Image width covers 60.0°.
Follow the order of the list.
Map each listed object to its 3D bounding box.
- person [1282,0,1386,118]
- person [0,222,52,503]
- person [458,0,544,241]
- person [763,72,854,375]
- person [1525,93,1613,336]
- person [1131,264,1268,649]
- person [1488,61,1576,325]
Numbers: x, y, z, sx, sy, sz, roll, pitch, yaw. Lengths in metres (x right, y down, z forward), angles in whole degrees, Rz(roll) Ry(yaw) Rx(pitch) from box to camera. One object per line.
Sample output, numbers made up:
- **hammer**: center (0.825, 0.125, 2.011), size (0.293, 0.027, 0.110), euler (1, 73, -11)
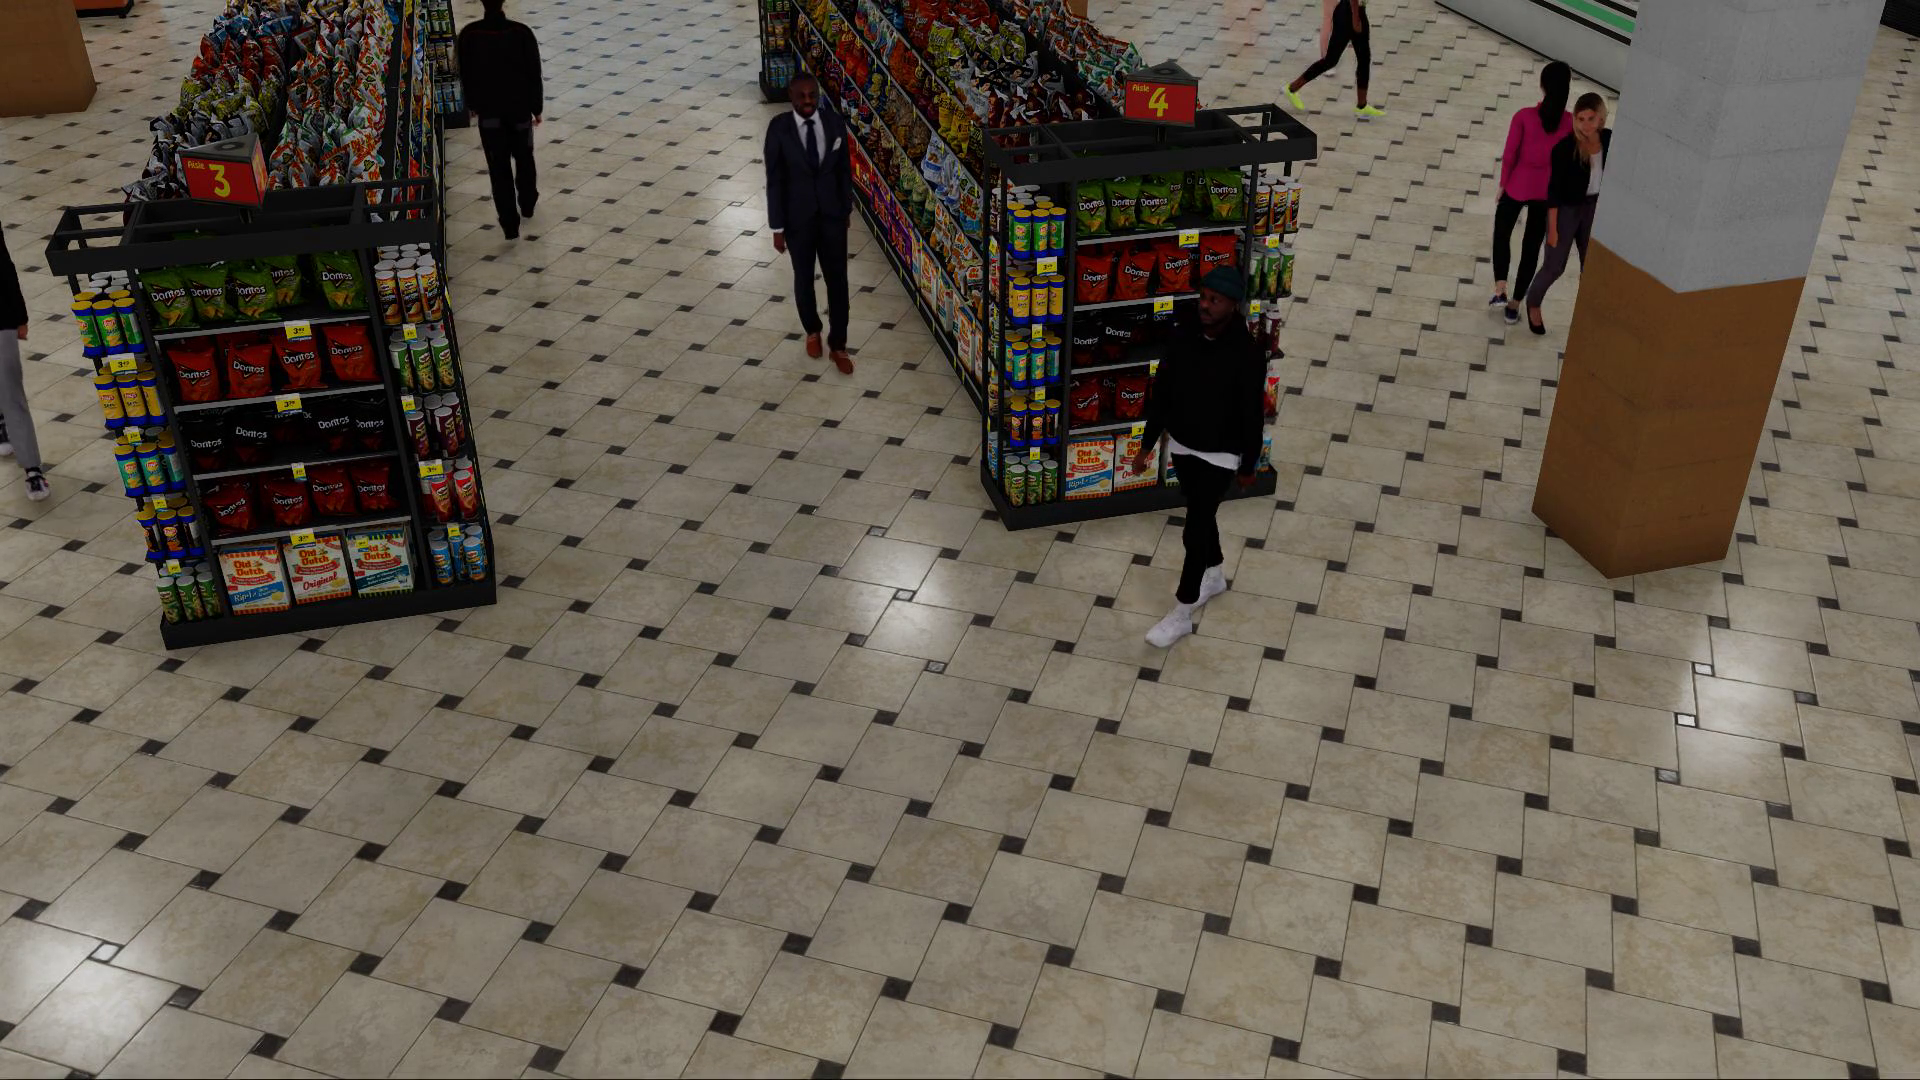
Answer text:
- **person**: center (3.240, -4.464, 14.232), size (1.106, 1.719, 1.080), euler (15, 35, 23)
- **person**: center (-5.239, -1.190, 8.787), size (0.891, 1.913, 1.286), euler (-16, 35, -23)
- **person**: center (-3.251, -3.020, 11.830), size (0.760, 1.805, 1.154), euler (-10, 33, -16)
- **person**: center (-0.923, -1.976, 10.158), size (0.695, 1.798, 0.838), euler (-8, 33, -12)
- **person**: center (3.760, -1.977, 10.320), size (0.695, 1.629, 0.891), euler (-7, 33, -11)
- **person**: center (1.189, -0.444, 7.702), size (0.993, 1.792, 1.027), euler (-25, 39, -34)
- **person**: center (3.624, -2.162, 10.555), size (0.702, 1.694, 0.735), euler (8, 33, 12)
